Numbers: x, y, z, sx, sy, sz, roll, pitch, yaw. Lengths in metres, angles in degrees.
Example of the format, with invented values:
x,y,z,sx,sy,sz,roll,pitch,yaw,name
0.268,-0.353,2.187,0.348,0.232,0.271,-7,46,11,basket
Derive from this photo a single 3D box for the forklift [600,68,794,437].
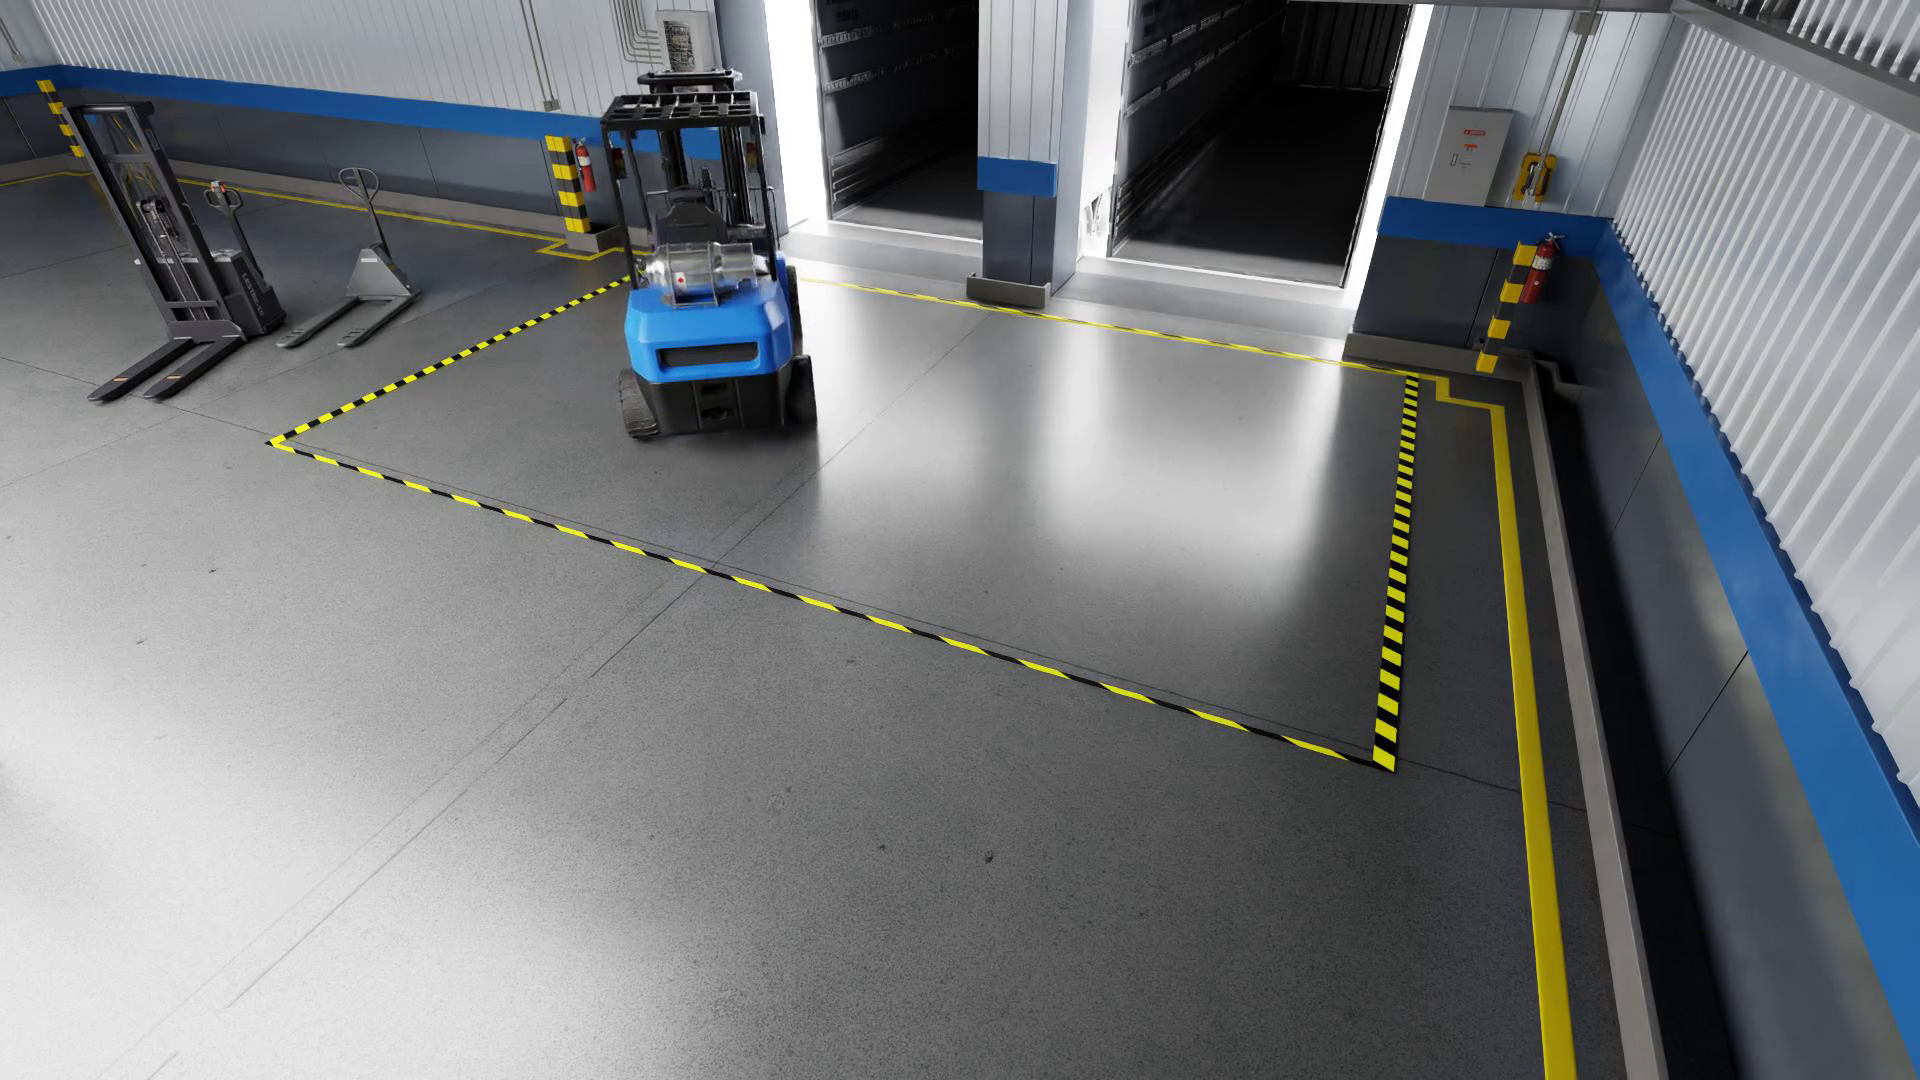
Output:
x,y,z,sx,sy,sz,roll,pitch,yaw,name
-1.934,-2.287,6.978,1.157,2.036,2.680,-6,35,-9,forklift

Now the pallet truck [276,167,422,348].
x,y,z,sx,sy,sz,roll,pitch,yaw,name
-5.732,-2.611,8.414,0.680,1.201,1.601,-1,35,-1,pallet truck

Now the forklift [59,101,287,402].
x,y,z,sx,sy,sz,roll,pitch,yaw,name
-6.686,-2.387,7.434,0.823,1.965,1.885,-3,35,-5,forklift
